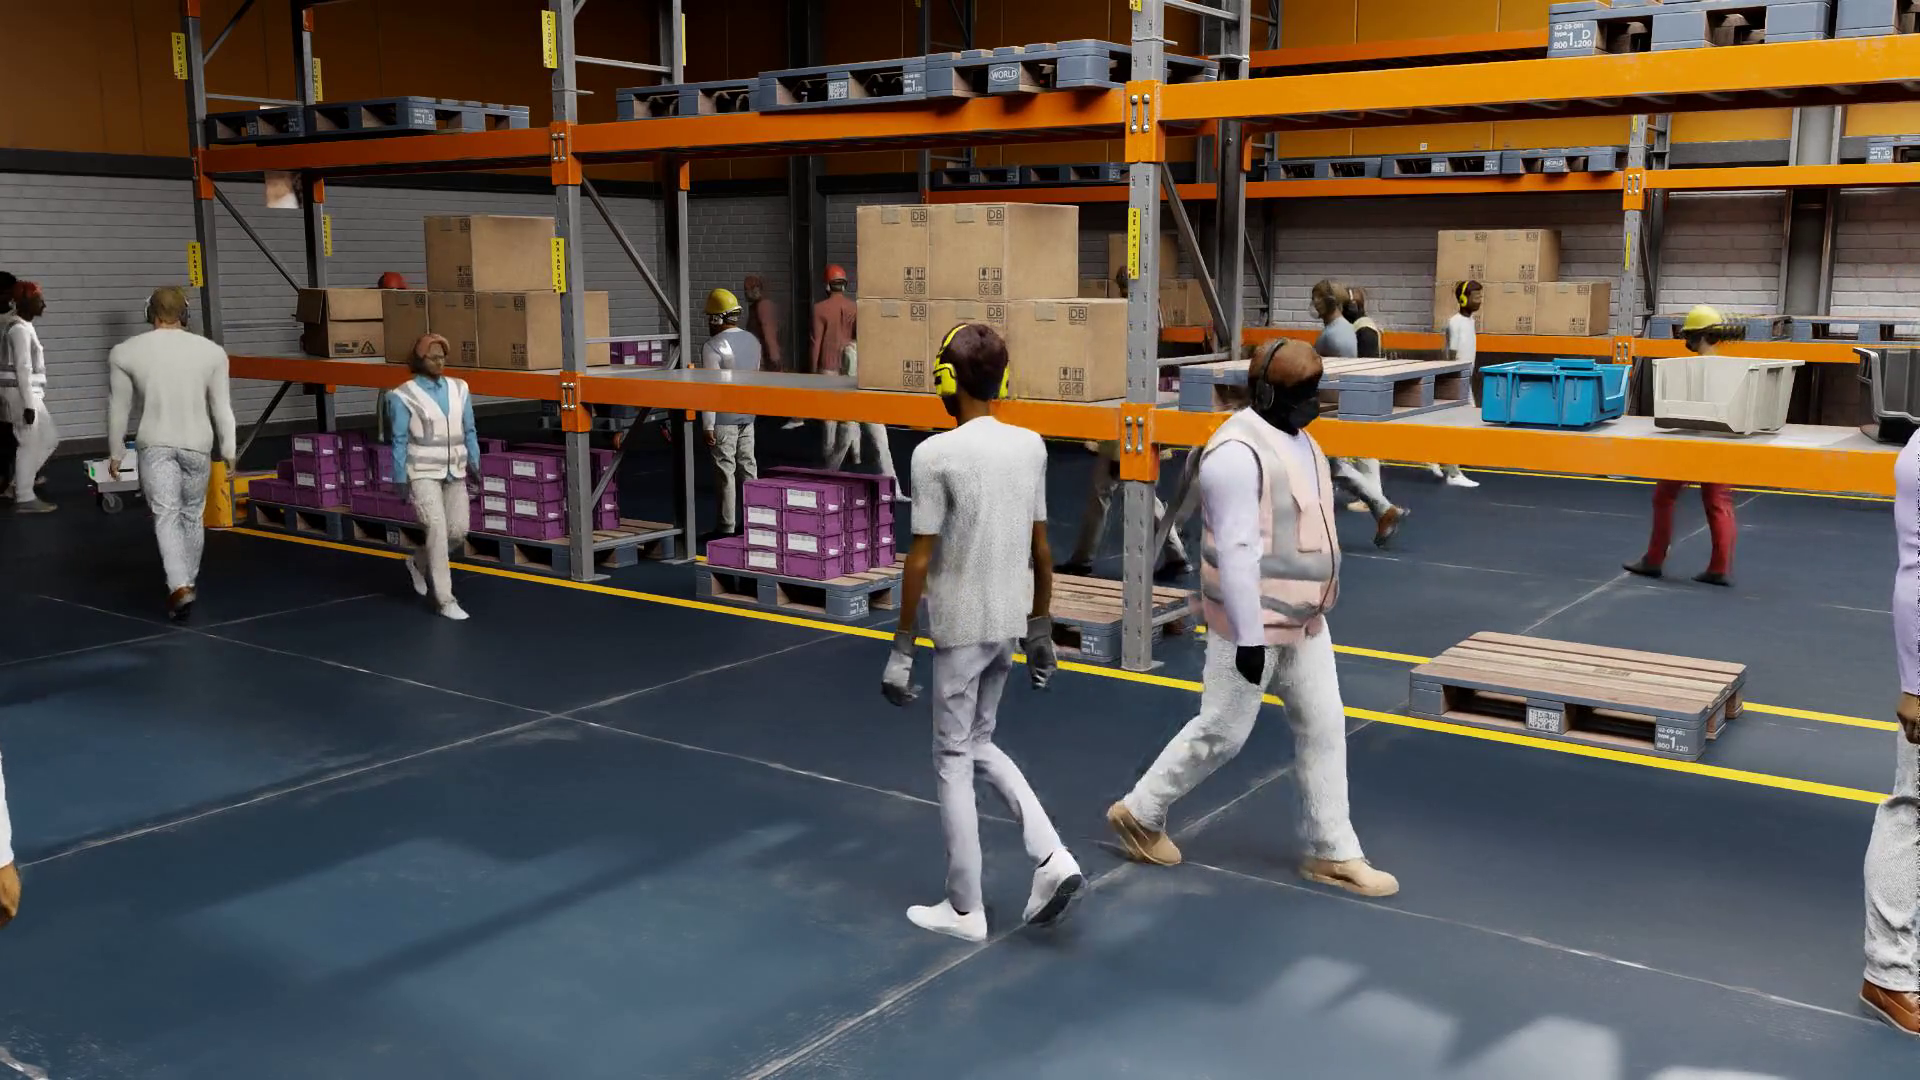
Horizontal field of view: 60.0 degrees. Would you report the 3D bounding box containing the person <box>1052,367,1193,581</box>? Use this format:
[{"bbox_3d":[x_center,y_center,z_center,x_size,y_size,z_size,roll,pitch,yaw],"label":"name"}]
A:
[{"bbox_3d":[1.060,-0.620,10.480,0.896,1.794,0.606,6,11,32],"label":"person"}]

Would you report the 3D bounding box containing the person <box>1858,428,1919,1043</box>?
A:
[{"bbox_3d":[2.658,0.337,4.342,0.632,1.936,0.359,-5,11,-27],"label":"person"}]

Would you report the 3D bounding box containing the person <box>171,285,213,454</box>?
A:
[{"bbox_3d":[-8.089,-1.757,17.312,0.525,1.772,0.306,0,10,1],"label":"person"}]

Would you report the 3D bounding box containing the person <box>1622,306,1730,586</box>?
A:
[{"bbox_3d":[4.580,-0.596,10.501,0.546,1.735,0.773,-6,11,-32],"label":"person"}]

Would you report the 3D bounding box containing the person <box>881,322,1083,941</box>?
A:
[{"bbox_3d":[0.063,0.298,4.867,0.476,1.850,0.542,9,13,42],"label":"person"}]

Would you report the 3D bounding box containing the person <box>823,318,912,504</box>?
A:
[{"bbox_3d":[-0.845,-1.089,13.863,0.870,1.595,0.523,6,11,34],"label":"person"}]

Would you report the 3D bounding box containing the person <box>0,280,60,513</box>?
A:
[{"bbox_3d":[-7.467,-1.141,13.337,0.410,1.865,0.601,-4,10,-25],"label":"person"}]

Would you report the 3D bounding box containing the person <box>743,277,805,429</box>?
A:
[{"bbox_3d":[-2.377,-2.196,19.765,1.111,1.828,0.669,-1,10,-3],"label":"person"}]

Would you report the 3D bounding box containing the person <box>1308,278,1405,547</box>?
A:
[{"bbox_3d":[2.667,-0.853,11.535,0.810,1.915,0.643,2,10,13],"label":"person"}]

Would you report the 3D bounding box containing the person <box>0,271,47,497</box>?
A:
[{"bbox_3d":[-8.259,-1.345,14.353,0.719,1.936,0.606,4,10,24],"label":"person"}]

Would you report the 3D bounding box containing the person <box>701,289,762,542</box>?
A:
[{"bbox_3d":[-1.664,-0.882,11.950,0.403,1.827,0.588,6,11,31],"label":"person"}]

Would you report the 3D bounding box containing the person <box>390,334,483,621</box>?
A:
[{"bbox_3d":[-3.026,-0.370,9.488,0.633,1.618,0.523,7,12,35],"label":"person"}]

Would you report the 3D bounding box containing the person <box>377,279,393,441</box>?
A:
[{"bbox_3d":[-6.373,-2.023,18.602,0.535,1.868,0.309,6,11,31],"label":"person"}]

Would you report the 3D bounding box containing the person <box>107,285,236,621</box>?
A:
[{"bbox_3d":[-4.507,-0.513,9.557,0.649,1.897,1.020,-6,11,-32],"label":"person"}]

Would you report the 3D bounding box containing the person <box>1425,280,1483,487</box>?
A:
[{"bbox_3d":[4.443,-1.402,14.934,0.481,1.854,0.553,6,11,33],"label":"person"}]

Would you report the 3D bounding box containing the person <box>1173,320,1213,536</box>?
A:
[{"bbox_3d":[1.812,-0.798,12.101,0.830,1.588,0.529,3,10,15],"label":"person"}]

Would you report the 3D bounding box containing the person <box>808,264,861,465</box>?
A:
[{"bbox_3d":[-1.230,-1.731,16.484,0.616,1.995,0.385,-7,12,-36],"label":"person"}]

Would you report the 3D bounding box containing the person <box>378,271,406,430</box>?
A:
[{"bbox_3d":[-5.532,-1.712,16.575,0.546,1.926,0.605,2,10,13],"label":"person"}]

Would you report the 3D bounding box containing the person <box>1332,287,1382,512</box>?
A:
[{"bbox_3d":[3.028,-1.108,13.343,0.876,1.805,0.641,1,10,4],"label":"person"}]

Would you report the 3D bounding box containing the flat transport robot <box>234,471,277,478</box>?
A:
[{"bbox_3d":[-5.708,-0.462,14.049,1.431,0.197,0.652,-4,10,-23],"label":"flat transport robot"}]

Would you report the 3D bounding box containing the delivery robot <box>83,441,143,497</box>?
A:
[{"bbox_3d":[-6.706,-0.559,13.504,0.707,0.478,0.477,-7,12,-35],"label":"delivery robot"}]

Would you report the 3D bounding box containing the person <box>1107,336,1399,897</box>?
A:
[{"bbox_3d":[0.928,0.240,5.354,0.896,1.802,0.628,7,12,37],"label":"person"}]

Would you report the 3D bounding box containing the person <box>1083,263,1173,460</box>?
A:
[{"bbox_3d":[1.748,-1.827,16.922,1.005,2.000,0.696,4,10,21],"label":"person"}]
